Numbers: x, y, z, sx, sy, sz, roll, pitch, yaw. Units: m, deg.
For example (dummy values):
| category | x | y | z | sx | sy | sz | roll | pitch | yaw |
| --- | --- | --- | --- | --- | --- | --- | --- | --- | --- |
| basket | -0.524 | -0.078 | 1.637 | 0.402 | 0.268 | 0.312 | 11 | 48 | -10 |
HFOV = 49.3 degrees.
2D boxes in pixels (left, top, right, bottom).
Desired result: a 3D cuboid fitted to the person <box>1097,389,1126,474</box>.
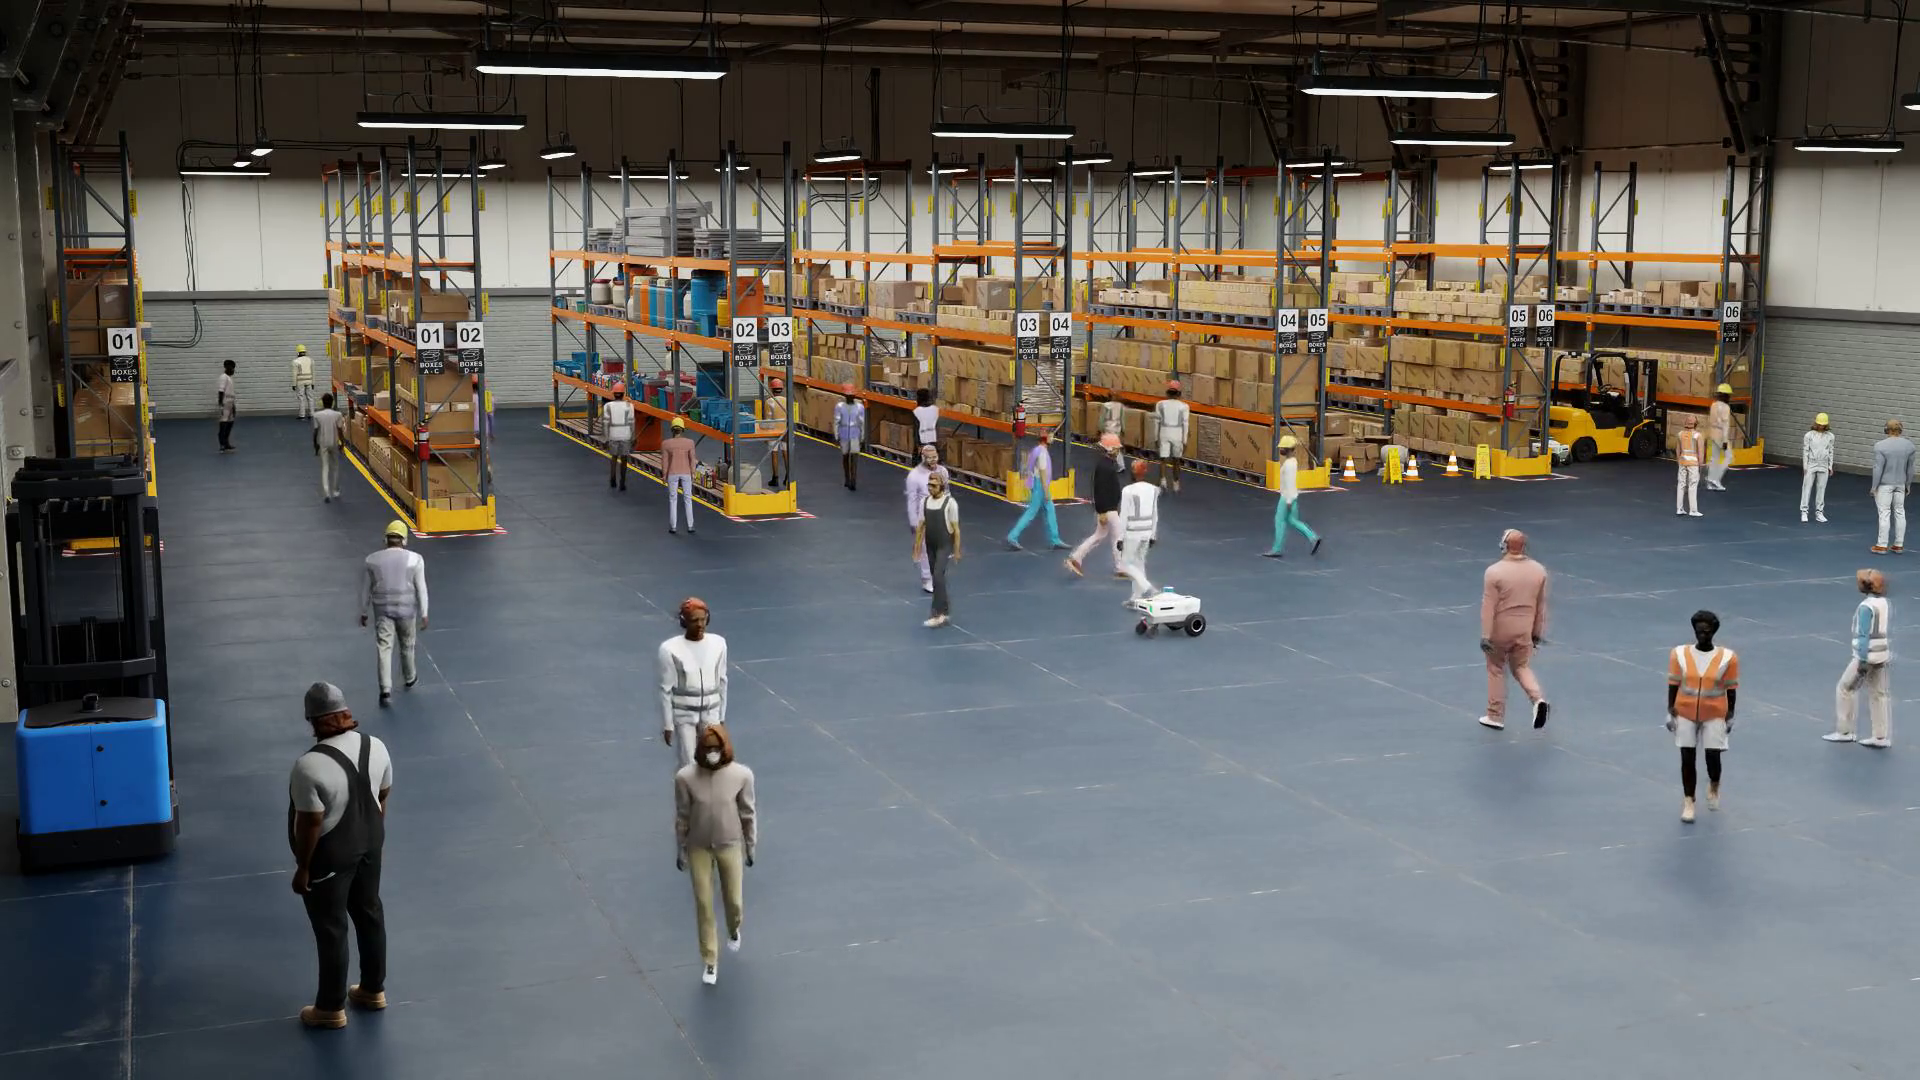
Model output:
| category | x | y | z | sx | sy | sz | roll | pitch | yaw |
| --- | --- | --- | --- | --- | --- | --- | --- | --- | --- |
| person | 2.929 | -2.081 | 39.850 | 0.508 | 1.602 | 0.859 | -7 | 11 | -38 |

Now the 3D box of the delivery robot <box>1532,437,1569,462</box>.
| category | x | y | z | sx | sy | sz | roll | pitch | yaw |
| --- | --- | --- | --- | --- | --- | --- | --- | --- | --- |
| delivery robot | 11.606 | -1.783 | 41.156 | 0.477 | 0.478 | 0.707 | -6 | 11 | -37 |

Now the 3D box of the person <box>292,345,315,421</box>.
| category | x | y | z | sx | sy | sz | roll | pitch | yaw |
| --- | --- | --- | --- | --- | --- | --- | --- | --- | --- |
| person | -15.836 | -3.790 | 50.464 | 0.404 | 1.833 | 0.591 | 7 | 11 | 40 |

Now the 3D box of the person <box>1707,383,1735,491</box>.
| category | x | y | z | sx | sy | sz | roll | pitch | yaw |
| --- | --- | --- | --- | --- | --- | --- | --- | --- | --- |
| person | 13.448 | -1.812 | 37.000 | 0.440 | 1.909 | 0.613 | -1 | 9 | -7 |

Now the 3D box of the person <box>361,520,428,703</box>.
| category | x | y | z | sx | sy | sz | roll | pitch | yaw |
| --- | --- | --- | --- | --- | --- | --- | --- | --- | --- |
| person | -5.608 | 0.698 | 20.773 | 0.658 | 1.765 | 0.970 | -1 | 9 | -8 |

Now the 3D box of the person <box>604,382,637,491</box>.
| category | x | y | z | sx | sy | sz | roll | pitch | yaw |
| --- | --- | --- | --- | --- | --- | --- | --- | --- | --- |
| person | -6.029 | -1.847 | 37.214 | 0.554 | 1.921 | 0.401 | 0 | 9 | 2 |

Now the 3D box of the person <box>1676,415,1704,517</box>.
| category | x | y | z | sx | sy | sz | roll | pitch | yaw |
| --- | --- | --- | --- | --- | --- | --- | --- | --- | --- |
| person | 11.798 | -1.200 | 33.847 | 0.309 | 1.637 | 0.513 | -5 | 10 | -32 |

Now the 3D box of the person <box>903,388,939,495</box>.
| category | x | y | z | sx | sy | sz | roll | pitch | yaw |
| --- | --- | --- | --- | --- | --- | --- | --- | --- | --- |
| person | -0.613 | -1.704 | 36.377 | 0.594 | 1.889 | 0.848 | -7 | 11 | -39 |

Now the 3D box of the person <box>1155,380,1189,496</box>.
| category | x | y | z | sx | sy | sz | roll | pitch | yaw |
| --- | --- | --- | --- | --- | --- | --- | --- | --- | --- |
| person | 3.687 | -1.791 | 36.564 | 0.611 | 2.011 | 0.966 | 2 | 9 | 12 |

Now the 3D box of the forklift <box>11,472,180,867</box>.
| category | x | y | z | sx | sy | sz | roll | pitch | yaw |
| --- | --- | --- | --- | --- | --- | --- | --- | --- | --- |
| forklift | -6.630 | 0.886 | 15.957 | 1.129 | 2.768 | 1.873 | -3 | 9 | -21 |

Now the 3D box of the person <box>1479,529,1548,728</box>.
| category | x | y | z | sx | sy | sz | roll | pitch | yaw |
| --- | --- | --- | --- | --- | --- | --- | --- | --- | --- |
| person | 5.148 | 0.844 | 19.417 | 0.651 | 1.889 | 0.662 | -3 | 9 | -19 |

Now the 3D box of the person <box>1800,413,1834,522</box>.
| category | x | y | z | sx | sy | sz | roll | pitch | yaw |
| --- | --- | --- | --- | --- | --- | --- | --- | --- | --- |
| person | 13.610 | -1.152 | 33.205 | 0.483 | 1.734 | 0.319 | 0 | 9 | 1 |

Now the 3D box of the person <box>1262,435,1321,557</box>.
| category | x | y | z | sx | sy | sz | roll | pitch | yaw |
| --- | --- | --- | --- | --- | --- | --- | --- | --- | --- |
| person | 4.707 | -0.616 | 29.624 | 0.746 | 1.740 | 0.529 | 3 | 9 | 17 |

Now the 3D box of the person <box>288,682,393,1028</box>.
| category | x | y | z | sx | sy | sz | roll | pitch | yaw |
| --- | --- | --- | --- | --- | --- | --- | --- | --- | --- |
| person | -3.704 | 1.844 | 12.357 | 0.536 | 2.000 | 0.672 | 5 | 10 | 30 |

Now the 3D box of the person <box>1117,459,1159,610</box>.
| category | x | y | z | sx | sy | sz | roll | pitch | yaw |
| --- | --- | --- | --- | --- | --- | --- | --- | --- | --- |
| person | 2.181 | -0.054 | 25.438 | 0.603 | 1.869 | 0.576 | -8 | 12 | -42 |

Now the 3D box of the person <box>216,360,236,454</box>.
| category | x | y | z | sx | sy | sz | roll | pitch | yaw |
| --- | --- | --- | --- | --- | --- | --- | --- | --- | --- |
| person | -15.213 | -2.765 | 43.370 | 0.370 | 1.929 | 0.759 | -1 | 9 | -4 |

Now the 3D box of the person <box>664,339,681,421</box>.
| category | x | y | z | sx | sy | sz | roll | pitch | yaw |
| --- | --- | --- | --- | --- | --- | --- | --- | --- | --- |
| person | -6.948 | -3.884 | 50.589 | 0.410 | 1.986 | 0.617 | 3 | 9 | 22 |

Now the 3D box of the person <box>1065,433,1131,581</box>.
| category | x | y | z | sx | sy | sz | roll | pitch | yaw |
| --- | --- | --- | --- | --- | --- | --- | --- | --- | --- |
| person | 1.890 | -0.447 | 27.766 | 0.953 | 1.962 | 0.626 | 0 | 9 | 2 |

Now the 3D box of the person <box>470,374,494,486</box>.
| category | x | y | z | sx | sy | sz | roll | pitch | yaw |
| --- | --- | --- | --- | --- | --- | --- | --- | --- | --- |
| person | -8.698 | -1.977 | 37.728 | 0.609 | 2.032 | 0.578 | -4 | 9 | -23 |

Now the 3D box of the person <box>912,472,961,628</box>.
| category | x | y | z | sx | sy | sz | roll | pitch | yaw |
| --- | --- | --- | --- | --- | --- | --- | --- | --- | --- |
| person | -0.317 | 0.119 | 24.454 | 0.547 | 1.815 | 0.774 | 6 | 10 | 35 |

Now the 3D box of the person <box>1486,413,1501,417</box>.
| category | x | y | z | sx | sy | sz | roll | pitch | yaw |
| --- | --- | --- | --- | --- | --- | --- | --- | --- | --- |
| person | 11.008 | -2.745 | 43.204 | 0.560 | 1.918 | 0.499 | -3 | 9 | -16 |

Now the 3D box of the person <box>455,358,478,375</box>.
| category | x | y | z | sx | sy | sz | roll | pitch | yaw |
| --- | --- | --- | --- | --- | --- | --- | --- | --- | --- |
| person | -11.427 | -3.605 | 48.695 | 0.623 | 1.991 | 0.390 | -2 | 9 | -12 |

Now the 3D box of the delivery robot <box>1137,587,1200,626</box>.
| category | x | y | z | sx | sy | sz | roll | pitch | yaw |
| --- | --- | --- | --- | --- | --- | --- | --- | --- | --- |
| delivery robot | 2.394 | 0.781 | 24.046 | 0.707 | 0.478 | 0.477 | -4 | 10 | -26 |

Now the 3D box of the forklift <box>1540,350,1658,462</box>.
| category | x | y | z | sx | sy | sz | roll | pitch | yaw |
| --- | --- | --- | --- | --- | --- | --- | --- | --- | --- |
| forklift | 12.897 | -2.725 | 42.309 | 2.313 | 2.155 | 1.214 | -3 | 9 | -21 |

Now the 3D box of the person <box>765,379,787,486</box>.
| category | x | y | z | sx | sy | sz | roll | pitch | yaw |
| --- | --- | --- | --- | --- | --- | --- | --- | --- | --- |
| person | -3.291 | -1.951 | 37.864 | 0.550 | 1.933 | 0.375 | -5 | 10 | -29 |

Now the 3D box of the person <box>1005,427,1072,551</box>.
| category | x | y | z | sx | sy | sz | roll | pitch | yaw |
| --- | --- | --- | --- | --- | --- | --- | --- | --- | --- |
| person | 1.108 | -0.747 | 30.301 | 0.949 | 1.805 | 0.580 | 0 | 9 | 2 |

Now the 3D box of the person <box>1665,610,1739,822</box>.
| category | x | y | z | sx | sy | sz | roll | pitch | yaw |
| --- | --- | --- | --- | --- | --- | --- | --- | --- | --- |
| person | 5.836 | 1.380 | 16.504 | 0.536 | 1.684 | 0.389 | 4 | 9 | 26 |

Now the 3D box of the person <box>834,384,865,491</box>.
| category | x | y | z | sx | sy | sz | roll | pitch | yaw |
| --- | --- | --- | --- | --- | --- | --- | --- | --- | --- |
| person | -1.965 | -1.855 | 37.423 | 0.545 | 1.890 | 1.037 | 0 | 9 | 1 |

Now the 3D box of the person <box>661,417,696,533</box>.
| category | x | y | z | sx | sy | sz | roll | pitch | yaw |
| --- | --- | --- | --- | --- | --- | --- | --- | --- | --- |
| person | -4.297 | -0.990 | 32.020 | 0.523 | 1.769 | 0.319 | -1 | 9 | -9 |

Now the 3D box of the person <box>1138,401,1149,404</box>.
| category | x | y | z | sx | sy | sz | roll | pitch | yaw |
| --- | --- | --- | --- | --- | --- | --- | --- | --- | --- |
| person | 4.474 | -3.785 | 50.402 | 0.631 | 1.842 | 0.428 | -7 | 11 | -38 |

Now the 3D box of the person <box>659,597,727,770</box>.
| category | x | y | z | sx | sy | sz | roll | pitch | yaw |
| --- | --- | --- | --- | --- | --- | --- | --- | --- | --- |
| person | -2.010 | 1.366 | 15.959 | 0.587 | 1.866 | 0.417 | -5 | 10 | -28 |

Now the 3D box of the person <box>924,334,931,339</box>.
| category | x | y | z | sx | sy | sz | roll | pitch | yaw |
| --- | --- | --- | --- | --- | --- | --- | --- | --- | --- |
| person | -0.716 | -4.566 | 55.432 | 0.983 | 1.905 | 0.638 | 1 | 9 | 4 |

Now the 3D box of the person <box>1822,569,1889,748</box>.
| category | x | y | z | sx | sy | sz | roll | pitch | yaw |
| --- | --- | --- | --- | --- | --- | --- | --- | --- | --- |
| person | 8.100 | 1.057 | 18.864 | 0.648 | 1.615 | 0.541 | 8 | 12 | 43 |

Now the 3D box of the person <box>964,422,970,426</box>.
| category | x | y | z | sx | sy | sz | roll | pitch | yaw |
| --- | --- | --- | --- | --- | --- | --- | --- | --- | --- |
| person | 0.197 | -3.640 | 49.129 | 0.640 | 1.932 | 0.443 | -3 | 9 | -20 |

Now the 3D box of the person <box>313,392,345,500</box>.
| category | x | y | z | sx | sy | sz | roll | pitch | yaw |
| --- | --- | --- | --- | --- | --- | --- | --- | --- | --- |
| person | -10.848 | -1.616 | 36.001 | 0.527 | 1.839 | 0.863 | -2 | 9 | -15 |

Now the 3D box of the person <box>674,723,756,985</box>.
| category | x | y | z | sx | sy | sz | roll | pitch | yaw |
| --- | --- | --- | --- | --- | --- | --- | --- | --- | --- |
| person | -1.529 | 1.921 | 13.109 | 0.507 | 1.623 | 0.500 | -1 | 9 | -4 |

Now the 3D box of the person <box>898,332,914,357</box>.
| category | x | y | z | sx | sy | sz | roll | pitch | yaw |
| --- | --- | --- | --- | --- | --- | --- | --- | --- | --- |
| person | -1.469 | -4.704 | 56.553 | 0.403 | 1.835 | 0.586 | 5 | 10 | 31 |

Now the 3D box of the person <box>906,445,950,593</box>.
| category | x | y | z | sx | sy | sz | roll | pitch | yaw |
| --- | --- | --- | --- | --- | --- | --- | --- | --- | --- |
| person | -0.370 | -0.278 | 26.834 | 0.681 | 1.894 | 0.427 | -6 | 10 | -35 |

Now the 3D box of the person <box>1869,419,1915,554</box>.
| category | x | y | z | sx | sy | sz | roll | pitch | yaw |
| --- | --- | --- | --- | --- | --- | --- | --- | --- | --- |
| person | 13.334 | -0.770 | 29.985 | 0.635 | 1.935 | 0.350 | -2 | 9 | -11 |
